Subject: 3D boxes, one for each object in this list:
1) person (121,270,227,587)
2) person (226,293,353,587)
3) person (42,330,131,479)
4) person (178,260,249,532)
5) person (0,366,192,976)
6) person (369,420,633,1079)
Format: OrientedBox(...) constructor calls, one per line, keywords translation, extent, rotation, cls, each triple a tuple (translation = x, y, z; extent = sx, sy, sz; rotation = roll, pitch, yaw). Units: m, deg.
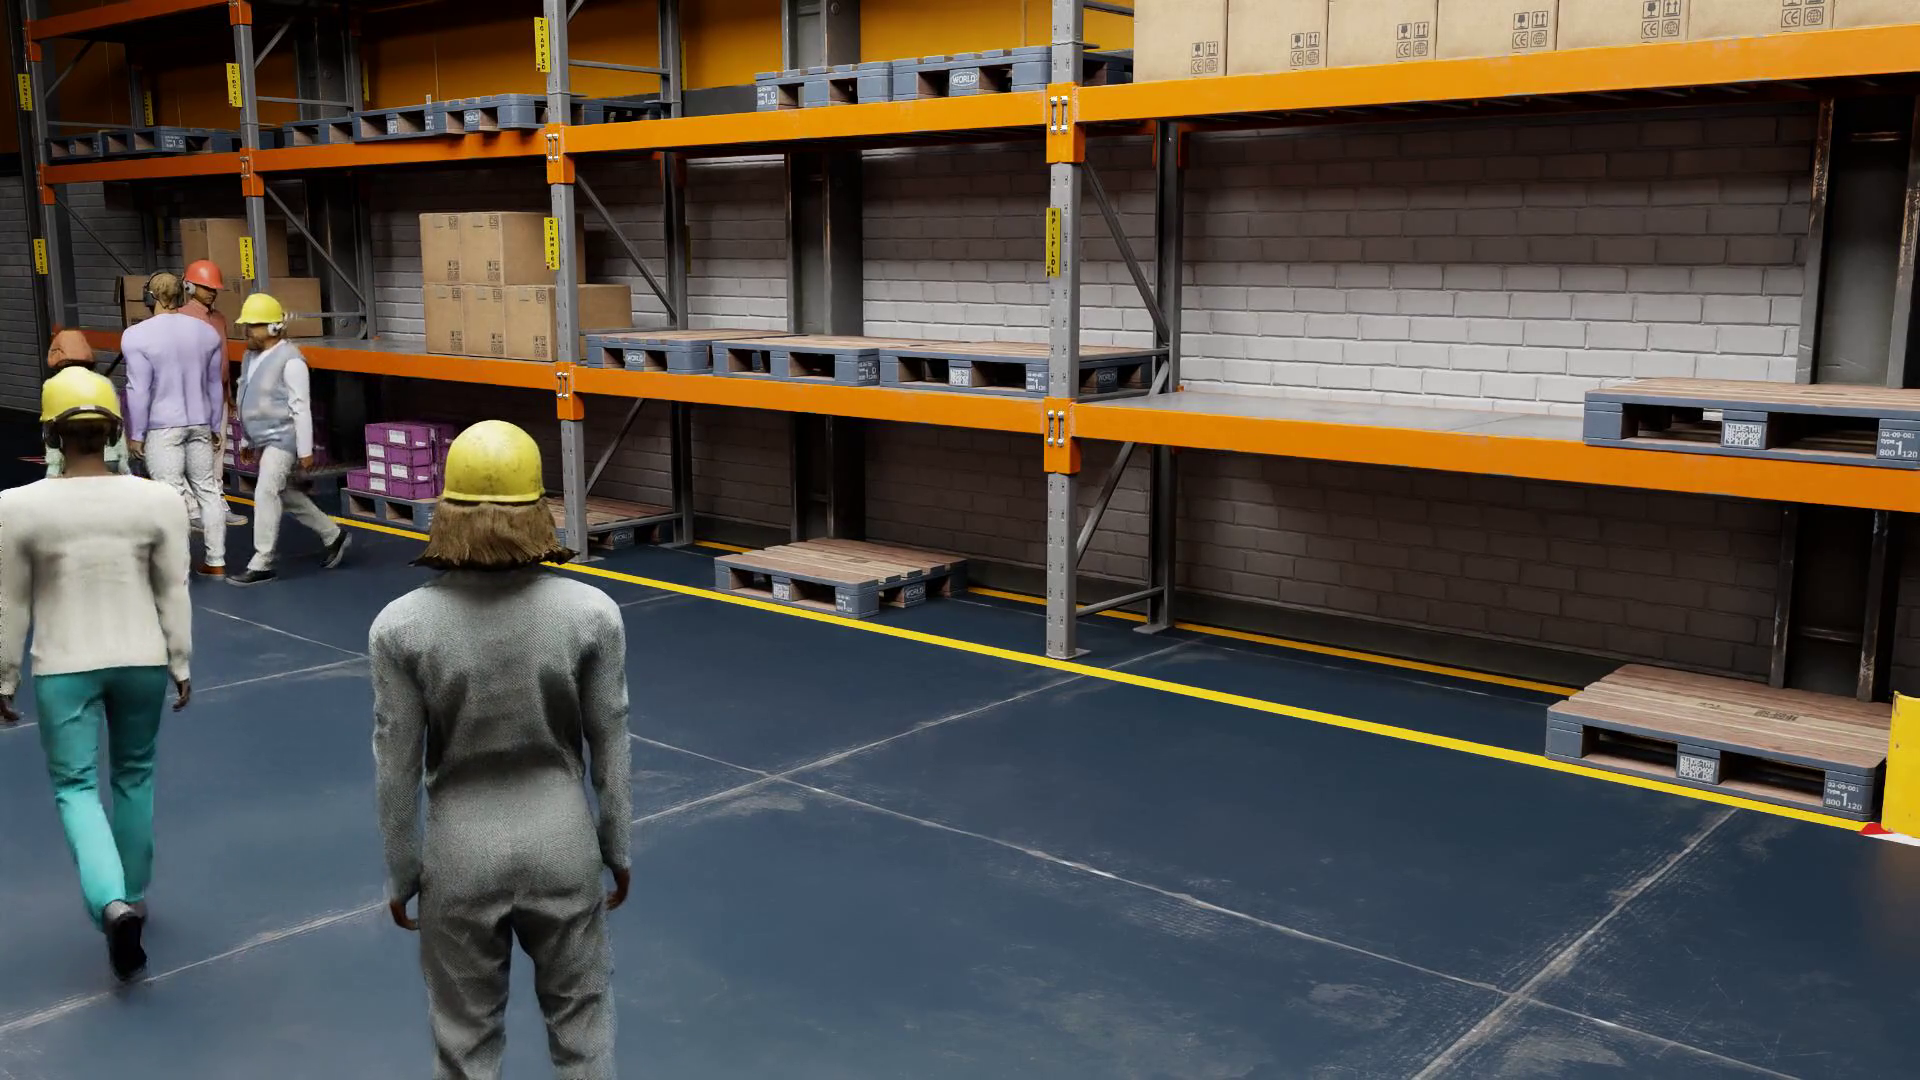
OrientedBox(translation=(-4.809, -0.675, 10.213), extent=(0.369, 1.938, 0.630), rotation=(6, 12, 32), cls="person")
OrientedBox(translation=(-4.214, -0.638, 10.403), extent=(0.582, 1.804, 0.823), rotation=(9, 14, 43), cls="person")
OrientedBox(translation=(-5.051, -0.429, 9.786), extent=(0.591, 1.600, 0.516), rotation=(2, 10, 14), cls="person")
OrientedBox(translation=(-5.548, -1.058, 12.265), extent=(0.393, 1.985, 0.611), rotation=(2, 10, 10), cls="person")
OrientedBox(translation=(-2.498, 0.370, 4.836), extent=(0.530, 1.740, 0.772), rotation=(-7, 12, -35), cls="person")
OrientedBox(translation=(-0.899, 0.632, 3.331), extent=(0.492, 1.742, 0.319), rotation=(-3, 11, -19), cls="person")
